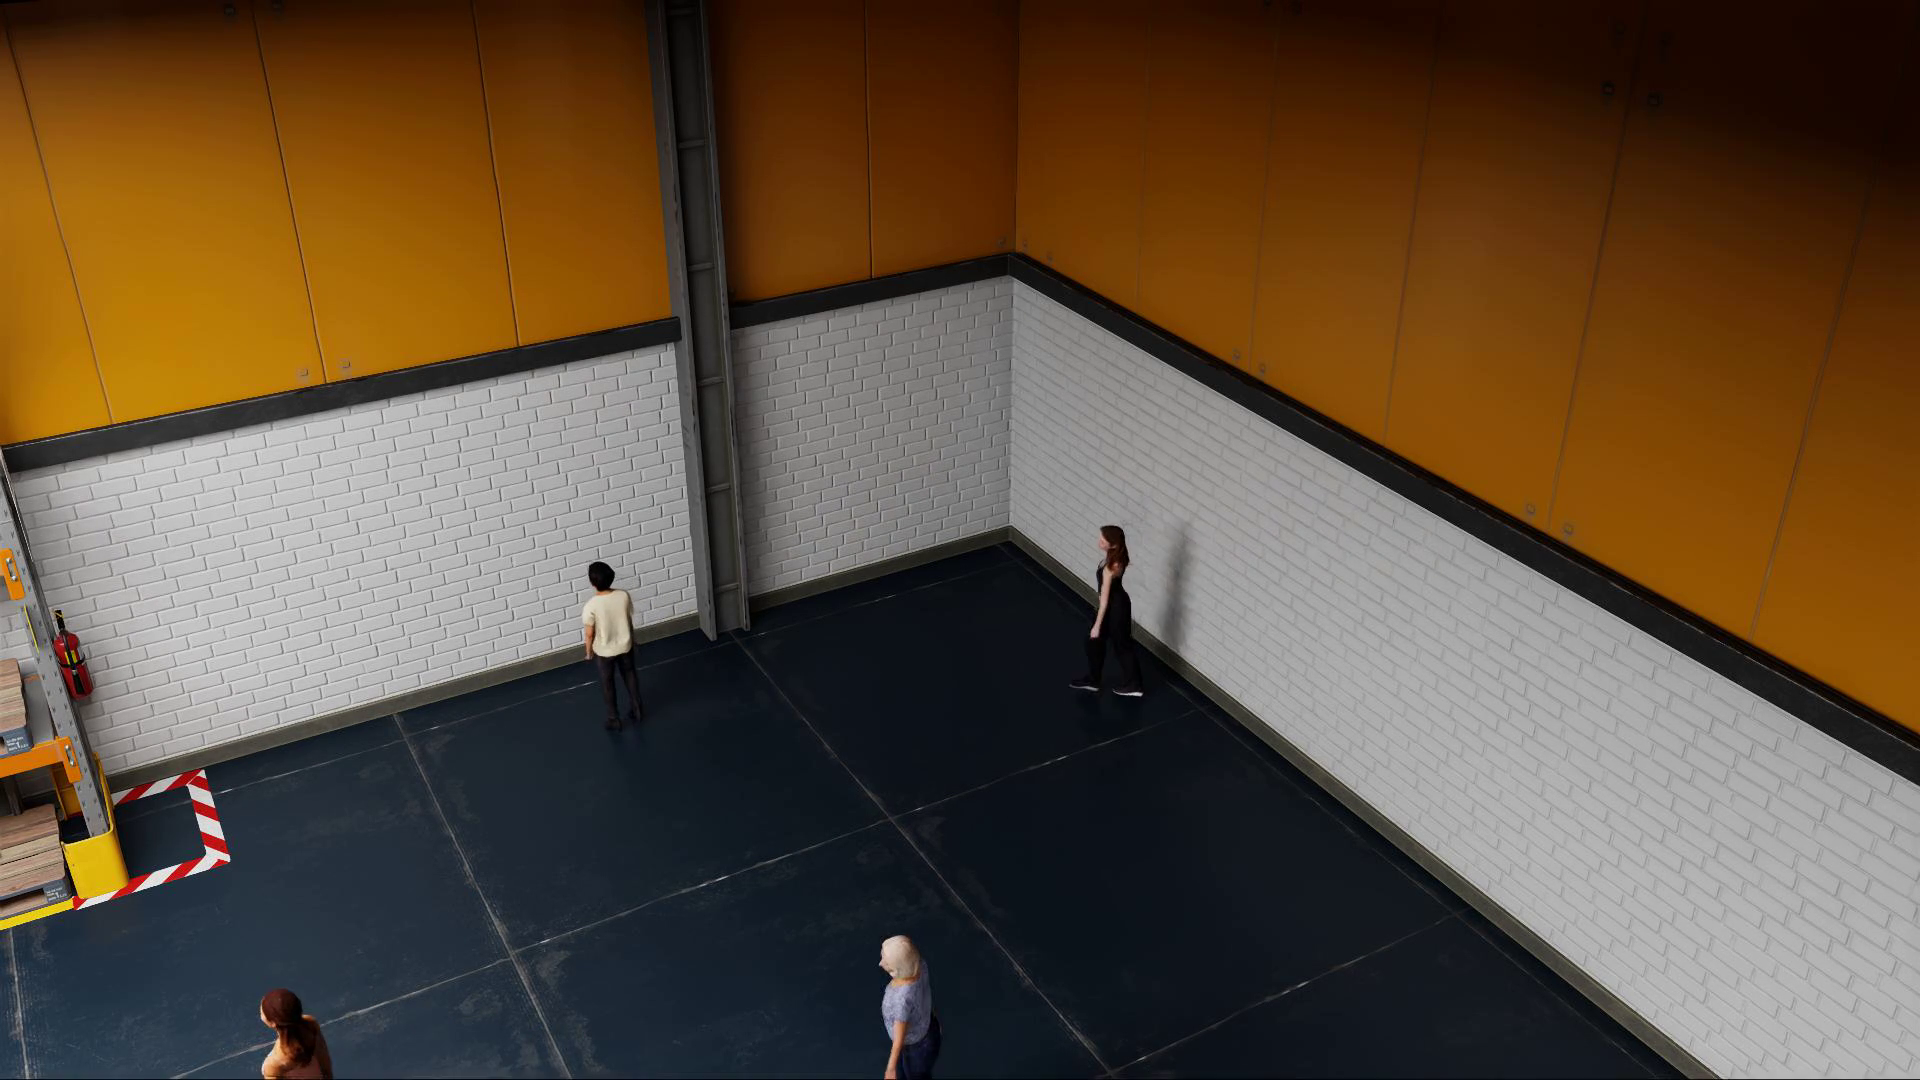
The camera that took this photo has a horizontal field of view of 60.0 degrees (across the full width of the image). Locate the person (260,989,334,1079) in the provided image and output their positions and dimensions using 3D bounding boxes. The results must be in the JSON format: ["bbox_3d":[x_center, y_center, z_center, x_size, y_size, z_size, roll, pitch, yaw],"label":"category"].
[{"bbox_3d":[-3.491,3.180,9.136,0.804,1.827,0.745,7,29,13],"label":"person"}]

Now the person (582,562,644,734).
[{"bbox_3d":[-2.821,0.896,13.575,0.493,1.585,0.692,-20,35,-33],"label":"person"}]

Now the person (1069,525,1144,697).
[{"bbox_3d":[1.367,0.611,13.977,0.985,1.701,0.866,6,29,11],"label":"person"}]

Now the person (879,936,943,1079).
[{"bbox_3d":[-0.192,2.933,9.736,0.802,1.686,0.746,7,29,13],"label":"person"}]
